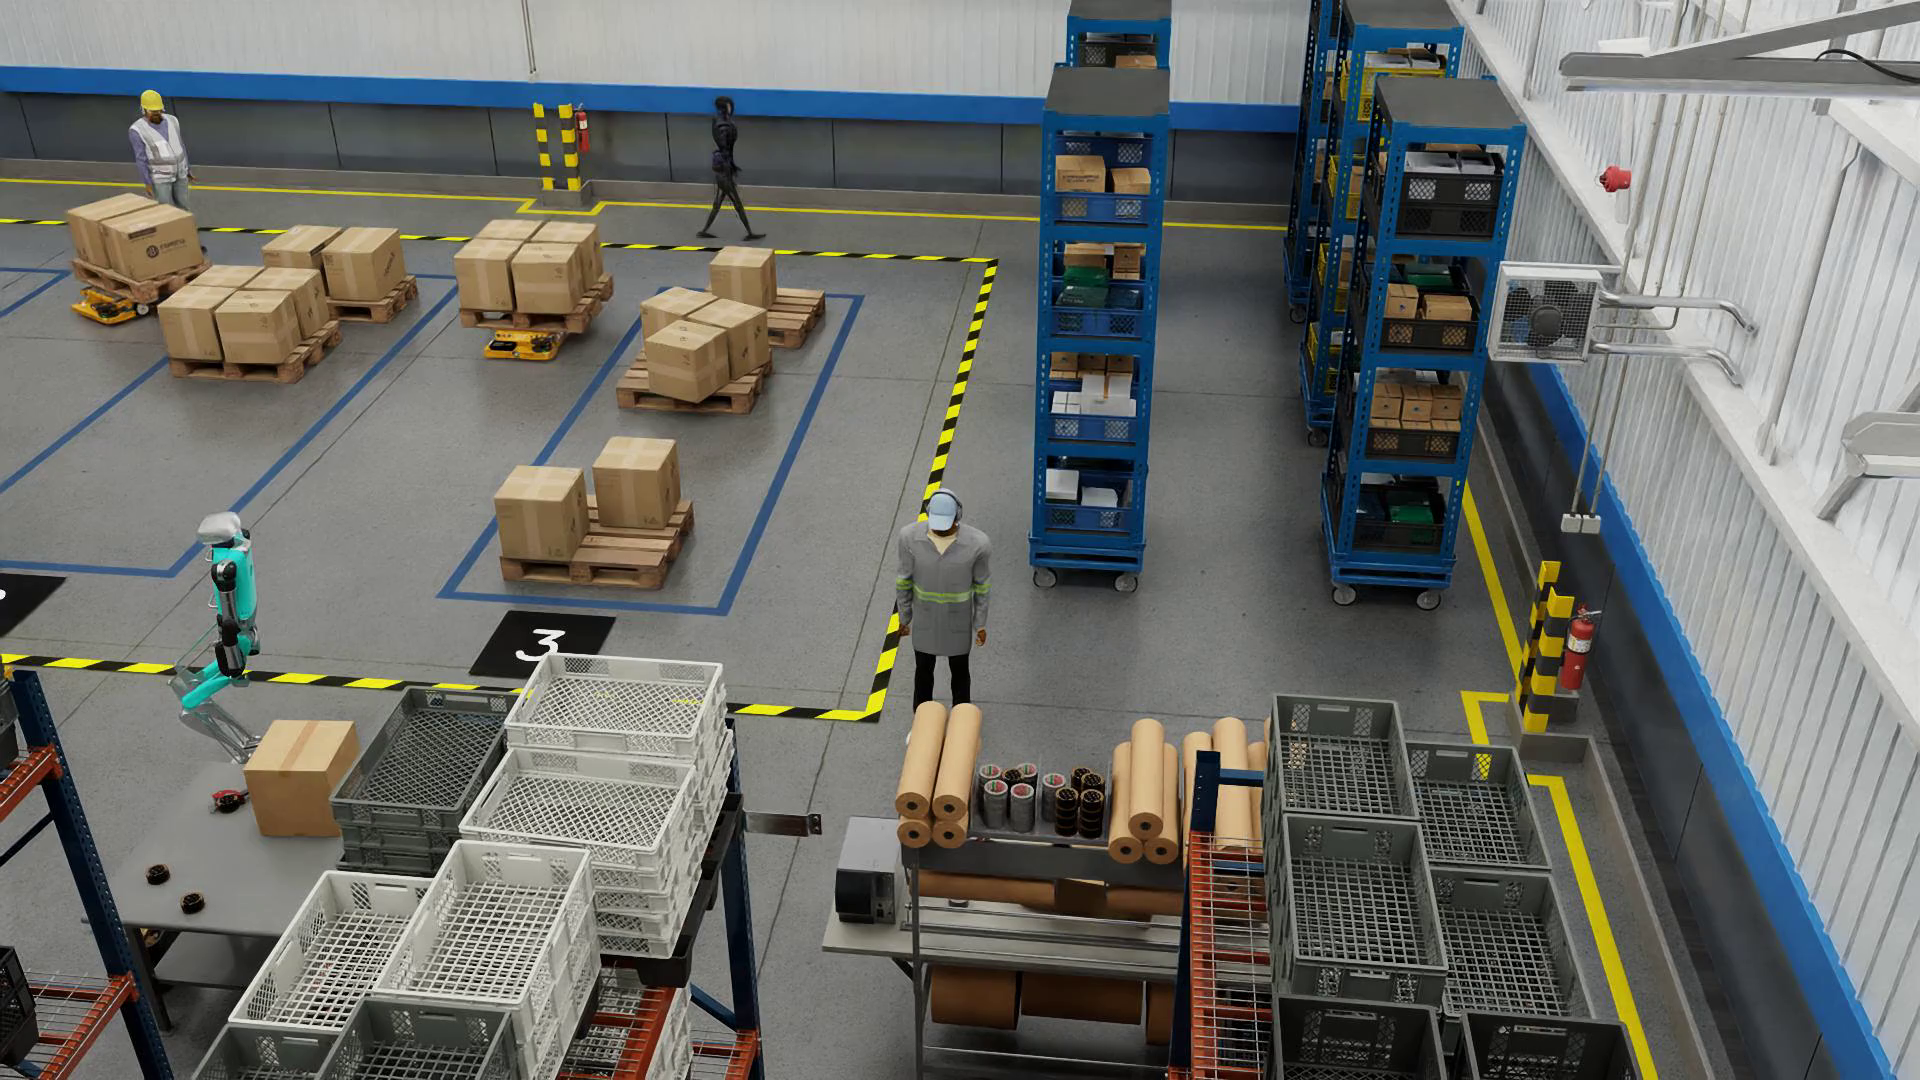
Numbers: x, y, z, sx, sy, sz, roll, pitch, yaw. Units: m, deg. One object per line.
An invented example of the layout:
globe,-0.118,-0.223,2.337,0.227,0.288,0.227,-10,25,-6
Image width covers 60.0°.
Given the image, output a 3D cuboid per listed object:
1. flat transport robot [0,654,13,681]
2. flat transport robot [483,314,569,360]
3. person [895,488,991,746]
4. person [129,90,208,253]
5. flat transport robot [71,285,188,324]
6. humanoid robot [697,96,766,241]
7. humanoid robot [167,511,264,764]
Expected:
flat transport robot,-7.142,0.969,11.010,1.431,0.231,0.659,3,30,6
flat transport robot,-4.125,-2.152,16.342,0.652,0.197,1.431,3,30,6
person,-0.112,0.489,10.265,0.587,1.847,0.397,4,30,6
person,-8.505,-3.927,17.866,0.404,1.827,0.599,16,34,25
flat transport robot,-8.299,-2.592,17.098,0.652,0.197,1.431,20,35,30
humanoid robot,-2.578,-4.098,18.364,0.781,1.629,0.594,-2,30,-4
humanoid robot,-4.519,0.624,10.008,0.735,1.677,0.533,-5,31,-9
